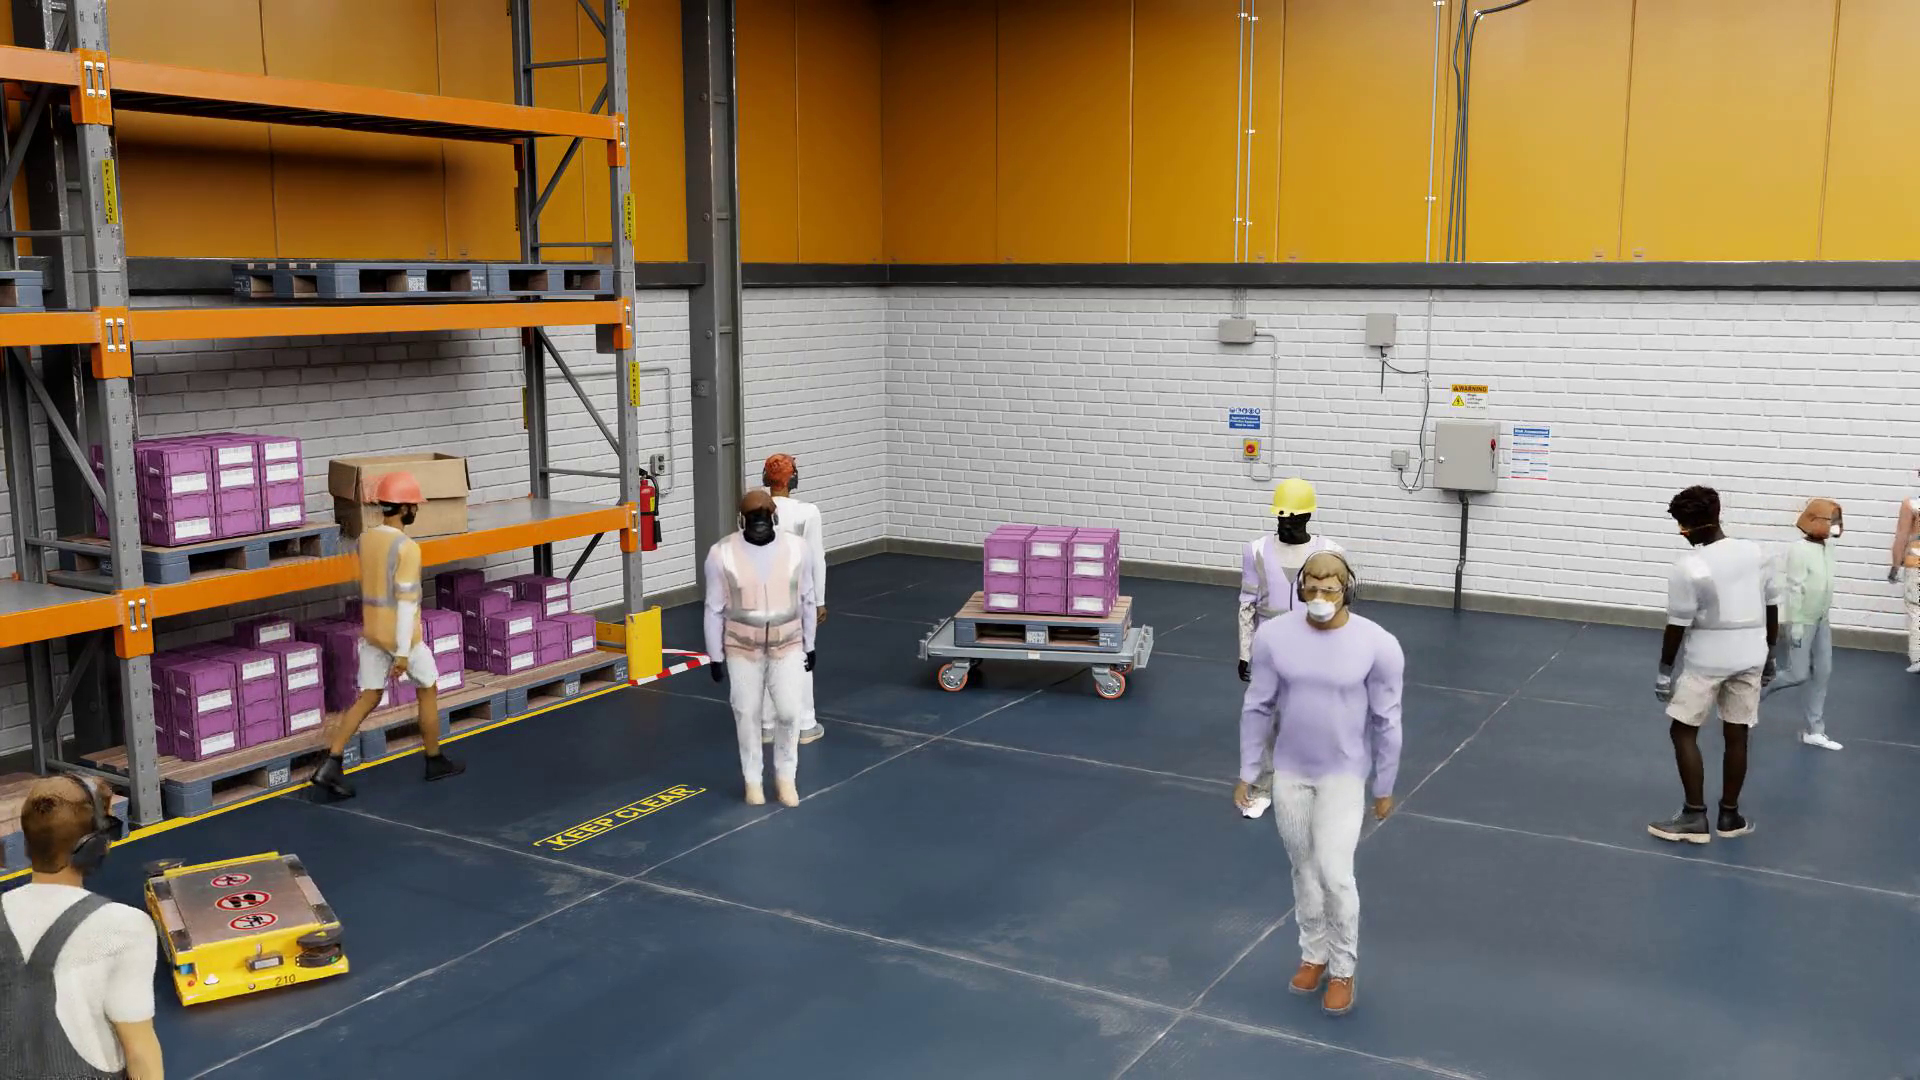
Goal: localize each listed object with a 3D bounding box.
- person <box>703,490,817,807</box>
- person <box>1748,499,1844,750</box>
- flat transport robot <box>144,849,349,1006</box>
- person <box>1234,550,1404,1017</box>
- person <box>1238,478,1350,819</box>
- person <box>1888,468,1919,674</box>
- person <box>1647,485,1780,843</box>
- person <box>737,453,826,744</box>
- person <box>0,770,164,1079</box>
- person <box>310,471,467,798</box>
[{"bbox_3d":[-1.120,0.624,9.403,0.654,1.822,0.550,-2,9,-13],"label":"person"},{"bbox_3d":[5.391,0.519,10.698,0.504,1.614,0.579,-6,11,-32],"label":"person"},{"bbox_3d":[-3.261,1.698,7.530,0.652,0.197,1.431,-6,11,-31],"label":"flat transport robot"},{"bbox_3d":[1.461,0.988,6.856,0.639,1.916,0.614,6,11,33],"label":"person"},{"bbox_3d":[1.829,0.611,9.172,0.594,1.922,0.375,3,9,16],"label":"person"},{"bbox_3d":[7.354,0.211,12.625,0.523,1.648,0.417,1,9,4],"label":"person"},{"bbox_3d":[4.048,0.664,8.874,0.707,1.924,0.384,-1,9,-8],"label":"person"},{"bbox_3d":[-1.139,0.381,10.732,0.572,1.883,0.354,2,9,10],"label":"person"},{"bbox_3d":[-2.204,1.475,4.146,0.513,1.815,0.630,0,9,-2],"label":"person"},{"bbox_3d":[-3.360,0.549,9.670,0.547,1.901,0.928,6,11,32],"label":"person"}]
